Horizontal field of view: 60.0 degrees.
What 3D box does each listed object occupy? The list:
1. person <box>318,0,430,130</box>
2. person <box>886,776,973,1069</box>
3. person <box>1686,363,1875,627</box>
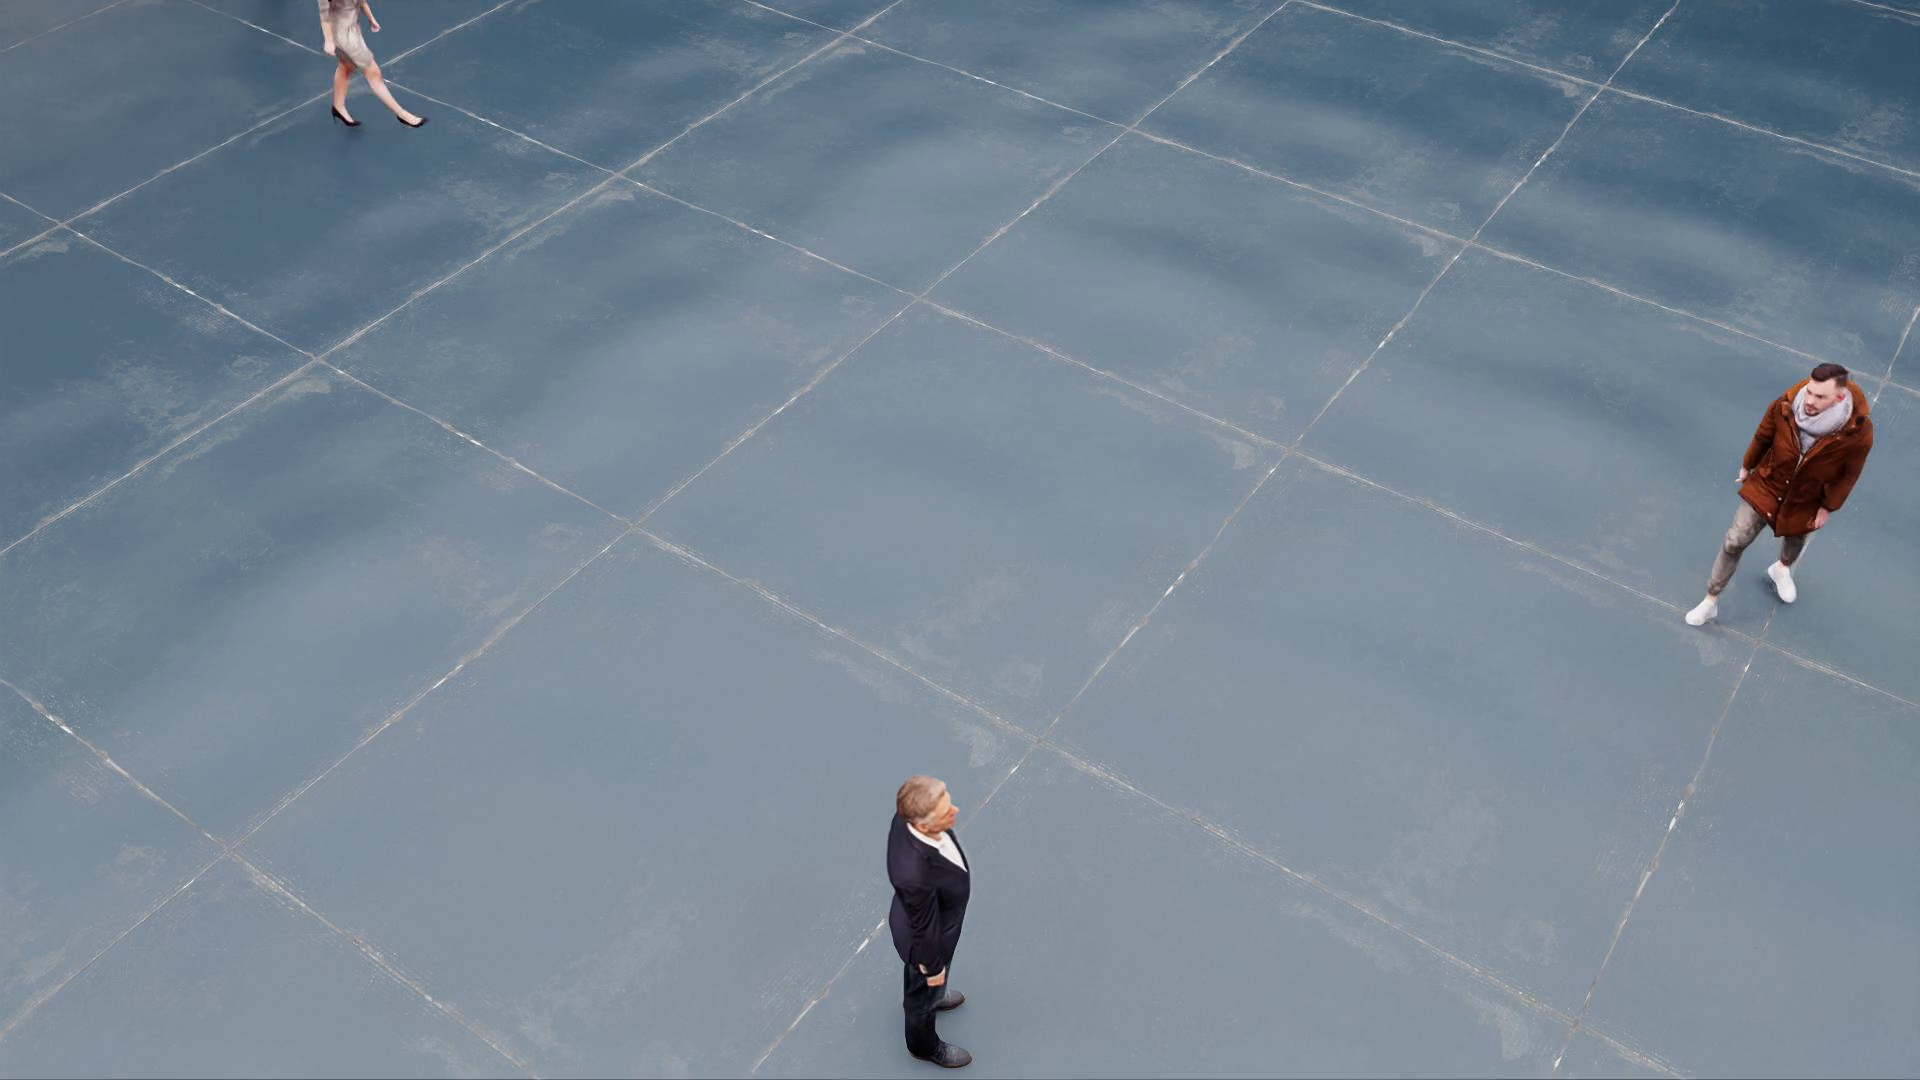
[{"bbox_3d":[-4.968,-4.029,13.288,1.173,1.698,0.997,2,43,2],"label":"person"},{"bbox_3d":[-0.144,1.618,7.154,0.803,1.815,0.772,-2,43,-2],"label":"person"},{"bbox_3d":[4.639,-0.291,9.225,0.968,1.780,0.791,19,46,19],"label":"person"}]
